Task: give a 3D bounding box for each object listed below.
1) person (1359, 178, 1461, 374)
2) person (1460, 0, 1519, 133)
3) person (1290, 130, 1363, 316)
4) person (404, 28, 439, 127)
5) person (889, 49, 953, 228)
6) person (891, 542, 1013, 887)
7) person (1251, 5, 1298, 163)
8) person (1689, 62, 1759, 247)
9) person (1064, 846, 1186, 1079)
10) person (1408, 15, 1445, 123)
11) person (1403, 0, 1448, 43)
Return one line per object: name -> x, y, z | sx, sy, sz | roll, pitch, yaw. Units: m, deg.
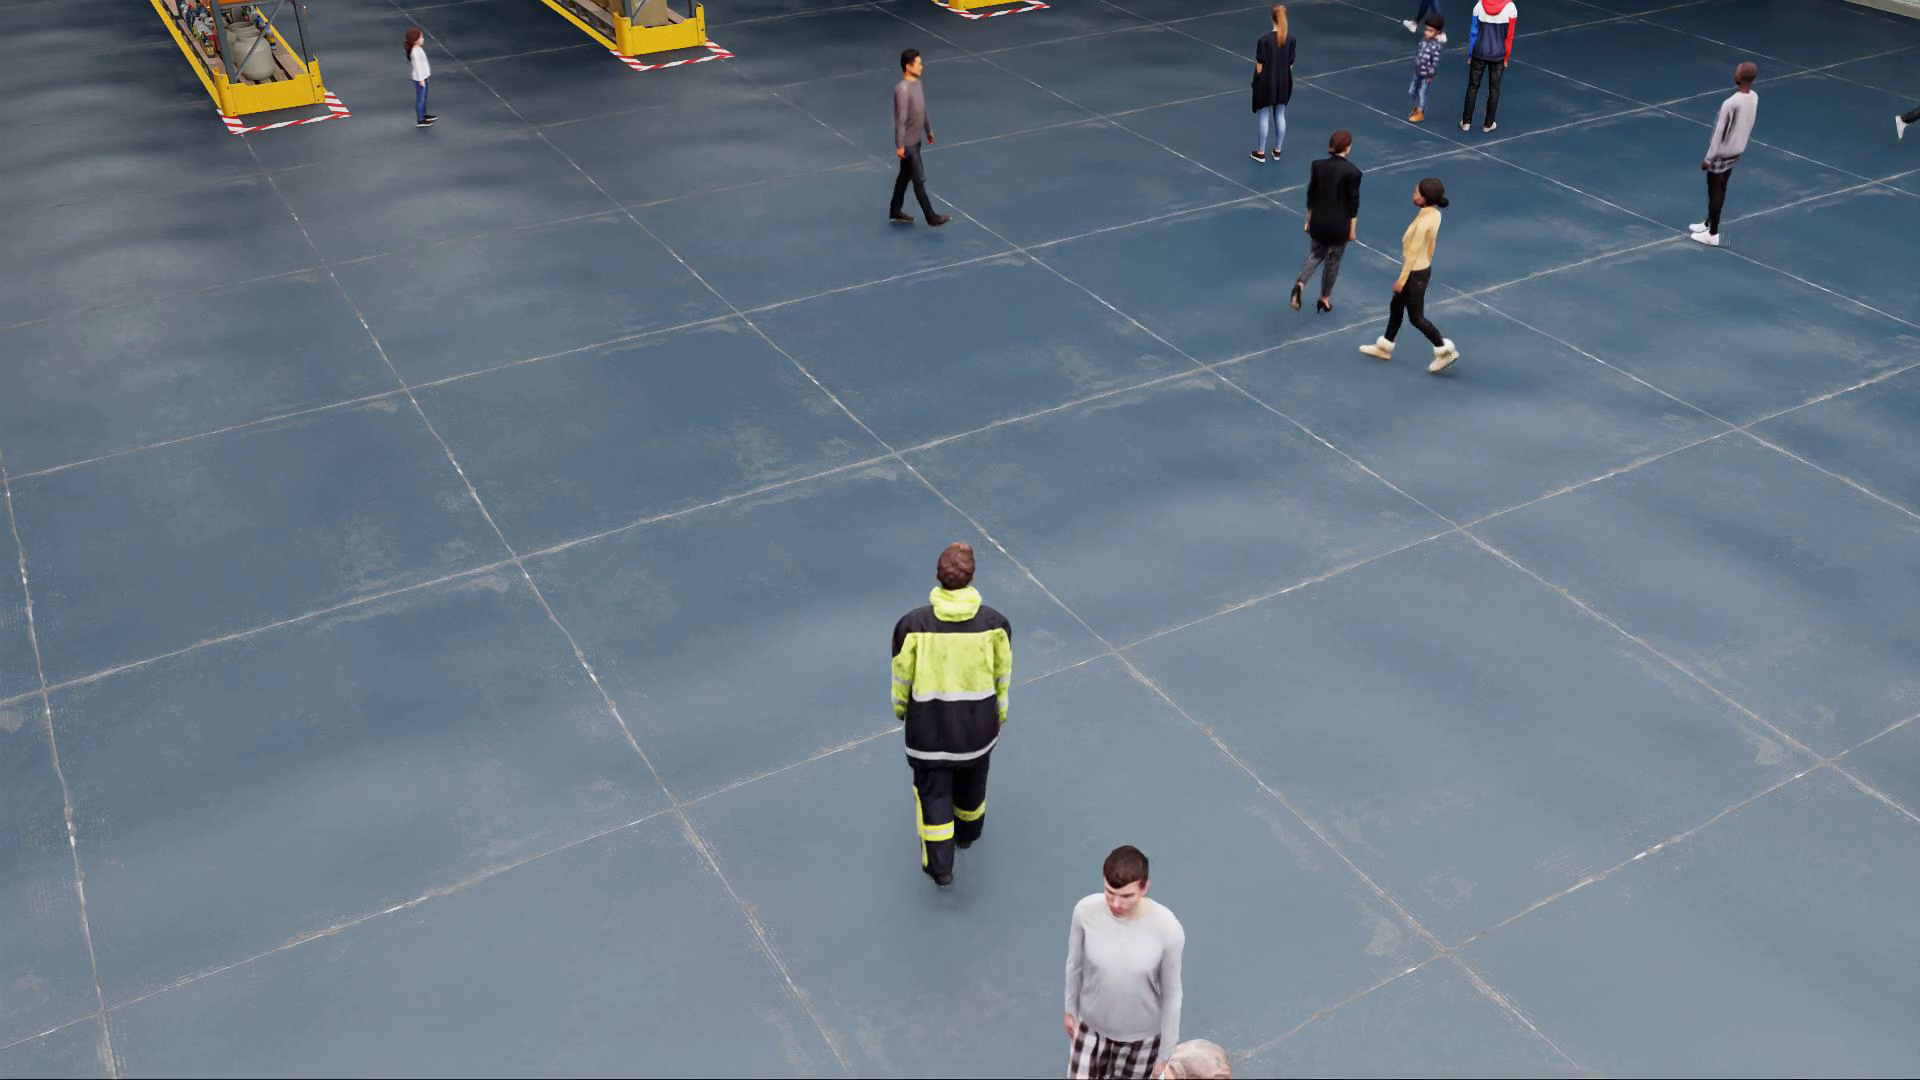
person -> 3.831, -2.150, 13.692 | 1.148, 1.634, 0.999 | 13, 35, 20
person -> 6.032, -5.552, 18.970 | 0.706, 1.757, 0.781 | 10, 34, 16
person -> 3.186, -2.713, 14.522 | 0.901, 1.701, 0.855 | 26, 41, 35
person -> -6.280, -5.394, 19.328 | 0.575, 1.108, 0.487 | -3, 32, -4
person -> -0.565, -3.972, 16.474 | 1.071, 1.749, 1.004 | -22, 38, -31
person -> -0.054, 0.904, 8.531 | 0.959, 1.975, 1.067 | -6, 33, -9
person -> 3.416, -4.970, 18.111 | 0.696, 1.689, 0.669 | -6, 33, -10
person -> 7.428, -3.727, 16.059 | 0.640, 1.775, 0.682 | -20, 37, -28
person -> 0.700, 1.973, 6.977 | 0.997, 1.826, 1.055 | 10, 34, 16
person -> 5.453, -5.480, 19.338 | 0.562, 1.243, 0.423 | -15, 35, -23
person -> 6.337, -7.461, 22.017 | 0.628, 1.734, 1.105 | -17, 36, -24
